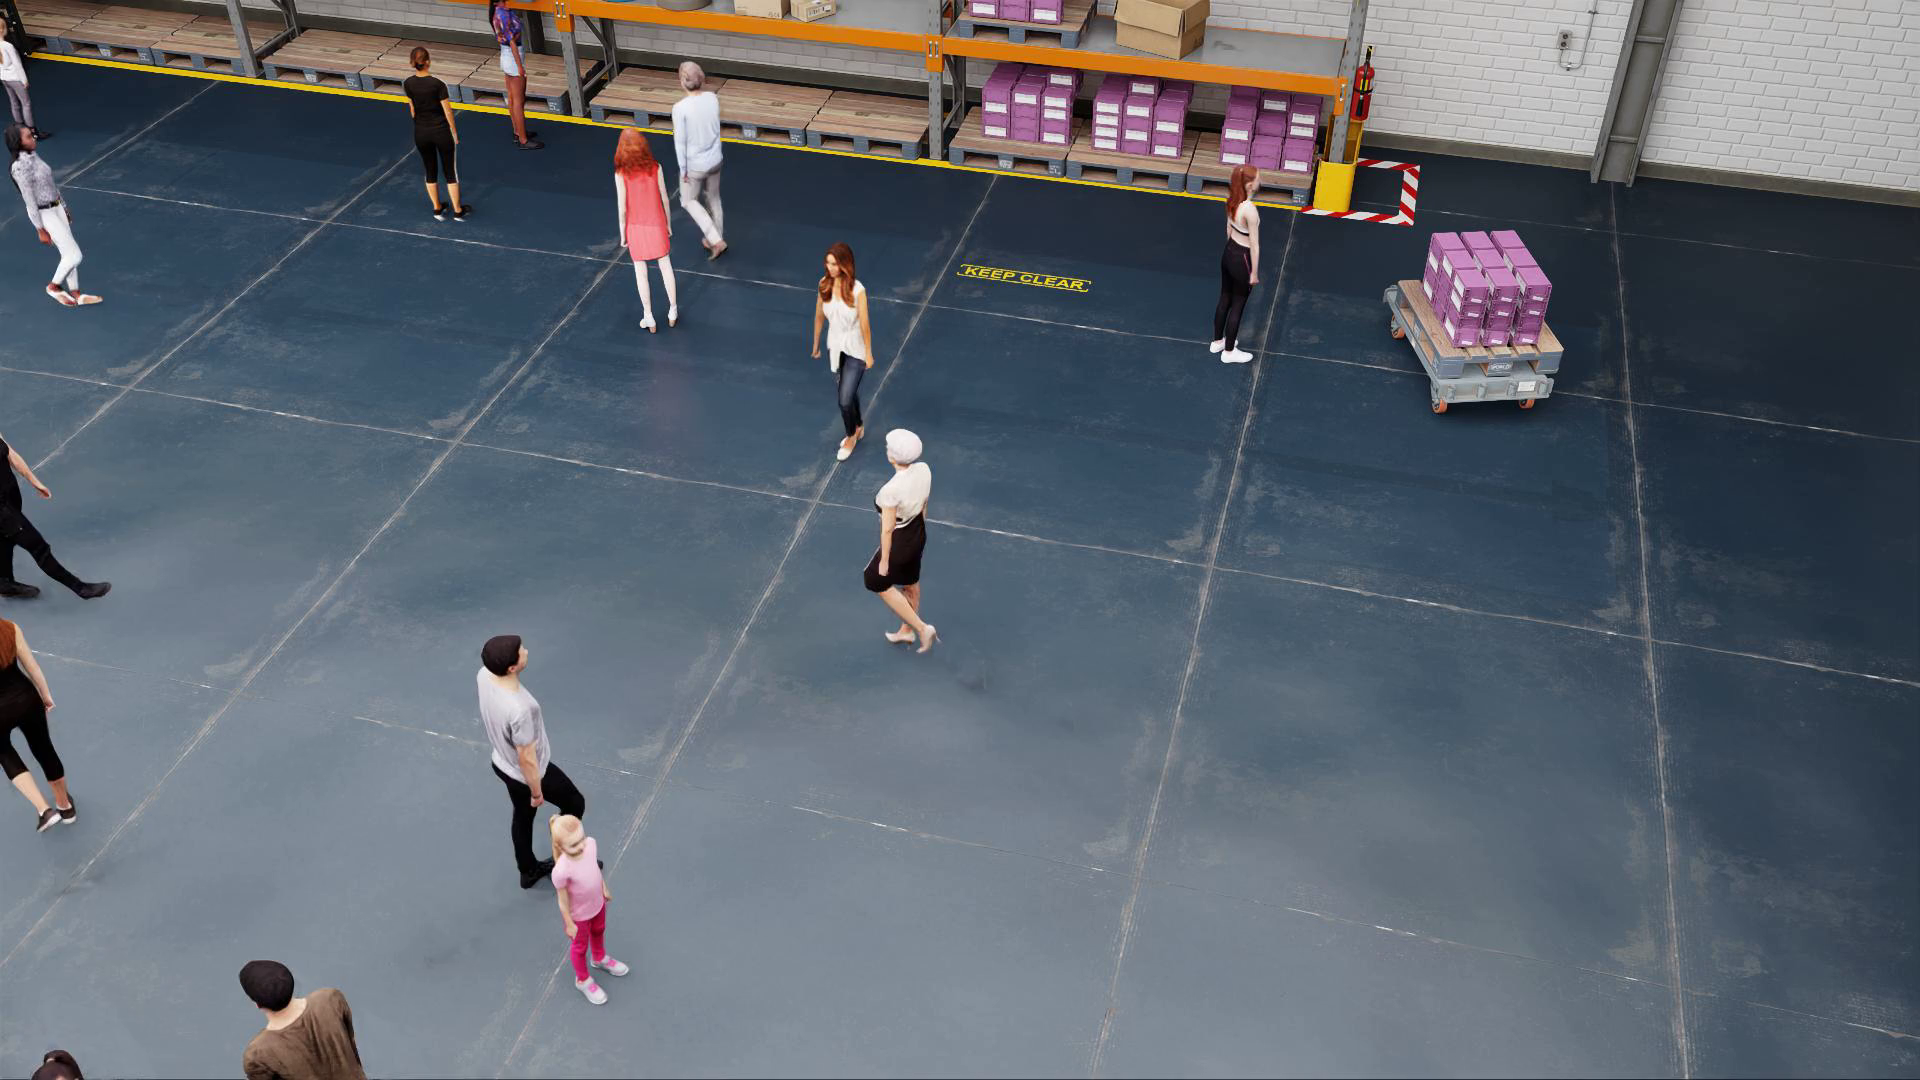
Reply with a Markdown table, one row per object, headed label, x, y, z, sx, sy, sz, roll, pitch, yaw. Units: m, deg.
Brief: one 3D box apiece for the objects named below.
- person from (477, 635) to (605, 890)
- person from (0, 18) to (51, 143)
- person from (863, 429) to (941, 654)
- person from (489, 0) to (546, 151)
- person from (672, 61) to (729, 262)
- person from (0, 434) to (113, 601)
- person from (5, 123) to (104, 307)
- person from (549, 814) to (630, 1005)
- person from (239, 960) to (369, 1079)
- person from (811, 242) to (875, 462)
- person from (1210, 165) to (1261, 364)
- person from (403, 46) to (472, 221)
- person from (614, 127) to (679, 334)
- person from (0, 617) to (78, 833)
| label | x | y | z | sx | sy | sz | roll | pitch | yaw |
| --- | --- | --- | --- | --- | --- | --- | --- | --- | --- |
| person | -2.462 | 1.275 | 9.119 | 0.876 | 1.852 | 0.790 | -31 | 48 | -33 |
| person | -9.749 | -4.735 | 17.108 | 0.470 | 1.273 | 0.578 | 18 | 42 | 21 |
| person | -0.301 | 0.075 | 10.708 | 0.876 | 1.744 | 0.780 | 23 | 44 | 26 |
| person | -4.542 | -4.830 | 16.855 | 0.711 | 1.737 | 0.663 | -17 | 42 | -20 |
| person | -2.251 | -3.328 | 14.863 | 0.924 | 1.877 | 1.018 | -27 | 46 | -30 |
| person | -6.508 | -0.233 | 11.168 | 1.128 | 1.650 | 0.815 | -3 | 39 | -3 |
| person | -7.892 | -2.746 | 14.266 | 0.774 | 1.711 | 0.727 | -4 | 39 | -4 |
| person | -1.993 | 1.913 | 8.785 | 0.545 | 1.271 | 0.530 | 18 | 42 | 21 |
| person | -2.784 | 2.580 | 7.474 | 1.063 | 1.865 | 0.864 | 25 | 45 | 28 |
| person | -0.805 | -1.475 | 12.626 | 0.708 | 1.773 | 0.782 | 23 | 44 | 26 |
| person | 2.274 | -2.266 | 13.642 | 0.700 | 1.740 | 0.670 | -13 | 40 | -16 |
| person | -4.958 | -3.830 | 15.658 | 0.491 | 1.669 | 0.661 | 4 | 39 | 5 |
| person | -2.639 | -2.600 | 13.992 | 0.667 | 1.825 | 0.735 | -18 | 42 | -21 |
| person | -5.422 | 1.029 | 9.546 | 0.874 | 1.704 | 0.793 | 31 | 48 | 33 |
